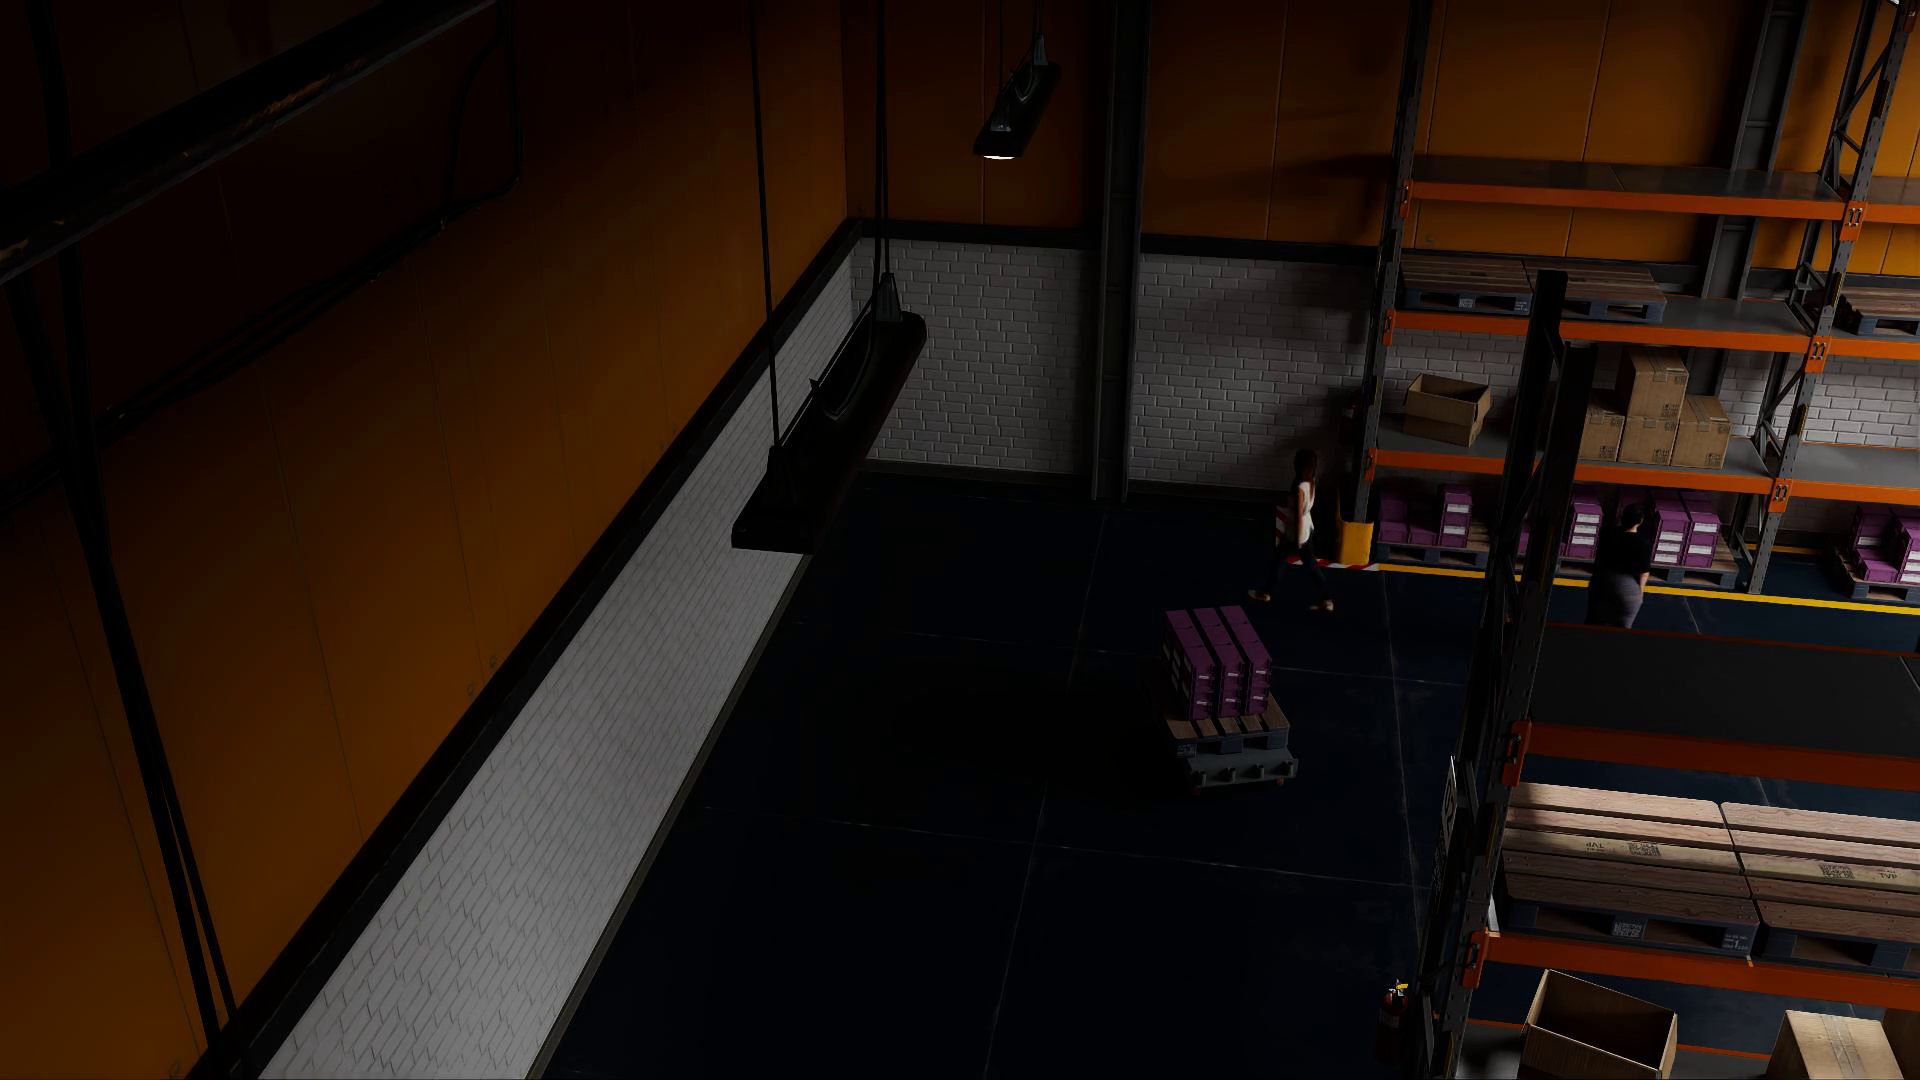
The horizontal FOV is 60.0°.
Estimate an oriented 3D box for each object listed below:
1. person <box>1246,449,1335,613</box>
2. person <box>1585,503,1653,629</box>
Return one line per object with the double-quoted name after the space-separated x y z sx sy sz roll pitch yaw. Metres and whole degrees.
3.410 -0.045 16.272 1.185 1.739 0.851 15 32 25 "person"
6.048 0.459 15.329 0.837 1.759 0.755 -24 37 -37 "person"
